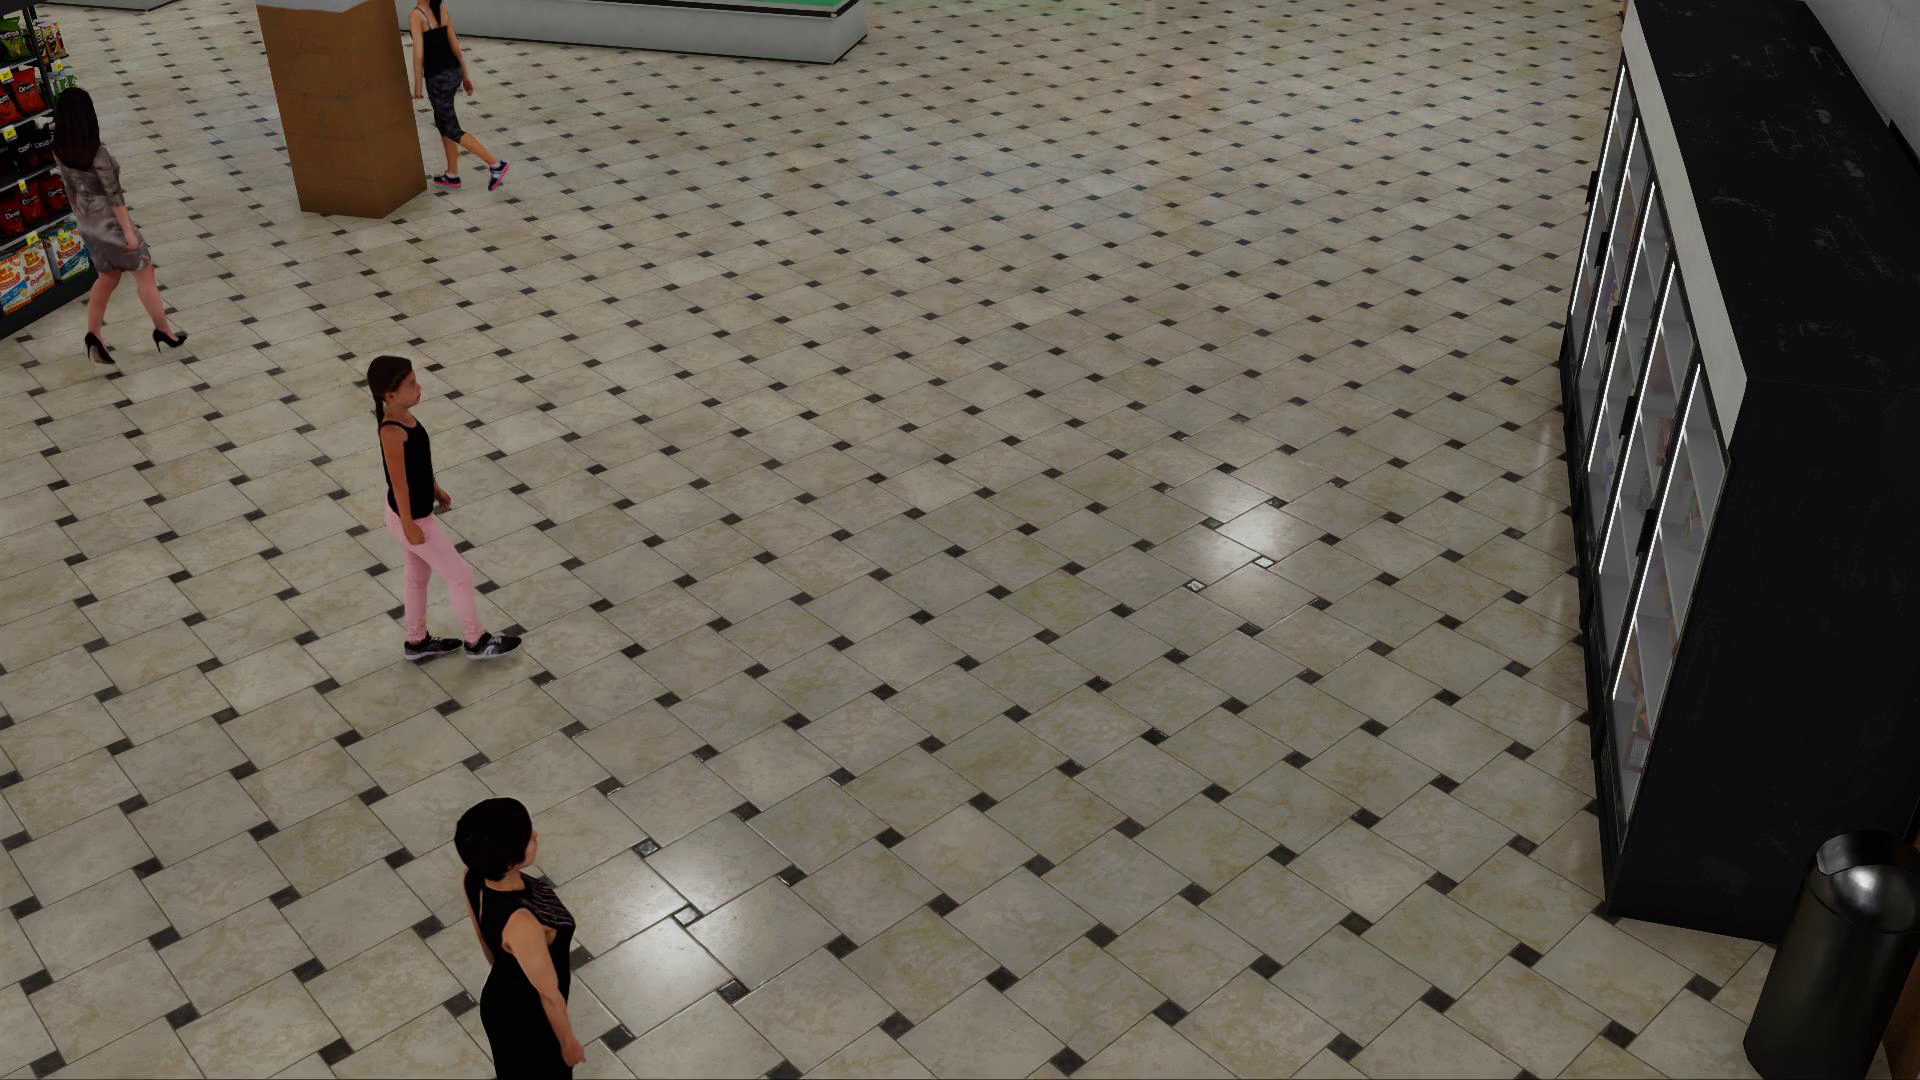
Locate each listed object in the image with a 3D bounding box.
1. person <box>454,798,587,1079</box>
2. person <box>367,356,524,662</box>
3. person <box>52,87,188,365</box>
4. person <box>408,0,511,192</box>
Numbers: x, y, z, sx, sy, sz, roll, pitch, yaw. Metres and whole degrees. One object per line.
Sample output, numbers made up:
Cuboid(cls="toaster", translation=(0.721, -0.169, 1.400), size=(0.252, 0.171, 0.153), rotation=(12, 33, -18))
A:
Cuboid(cls="person", translation=(-1.298, 1.421, 4.958), size=(0.722, 1.603, 0.629), rotation=(-24, 39, -33))
Cuboid(cls="person", translation=(-2.510, -0.101, 7.451), size=(0.867, 1.553, 0.749), rotation=(-8, 33, -13))
Cuboid(cls="person", translation=(-5.235, -1.858, 10.106), size=(0.895, 1.731, 0.742), rotation=(12, 34, 19))
Cuboid(cls="person", translation=(-3.887, -3.485, 12.762), size=(0.988, 1.689, 0.607), rotation=(8, 33, 13))
